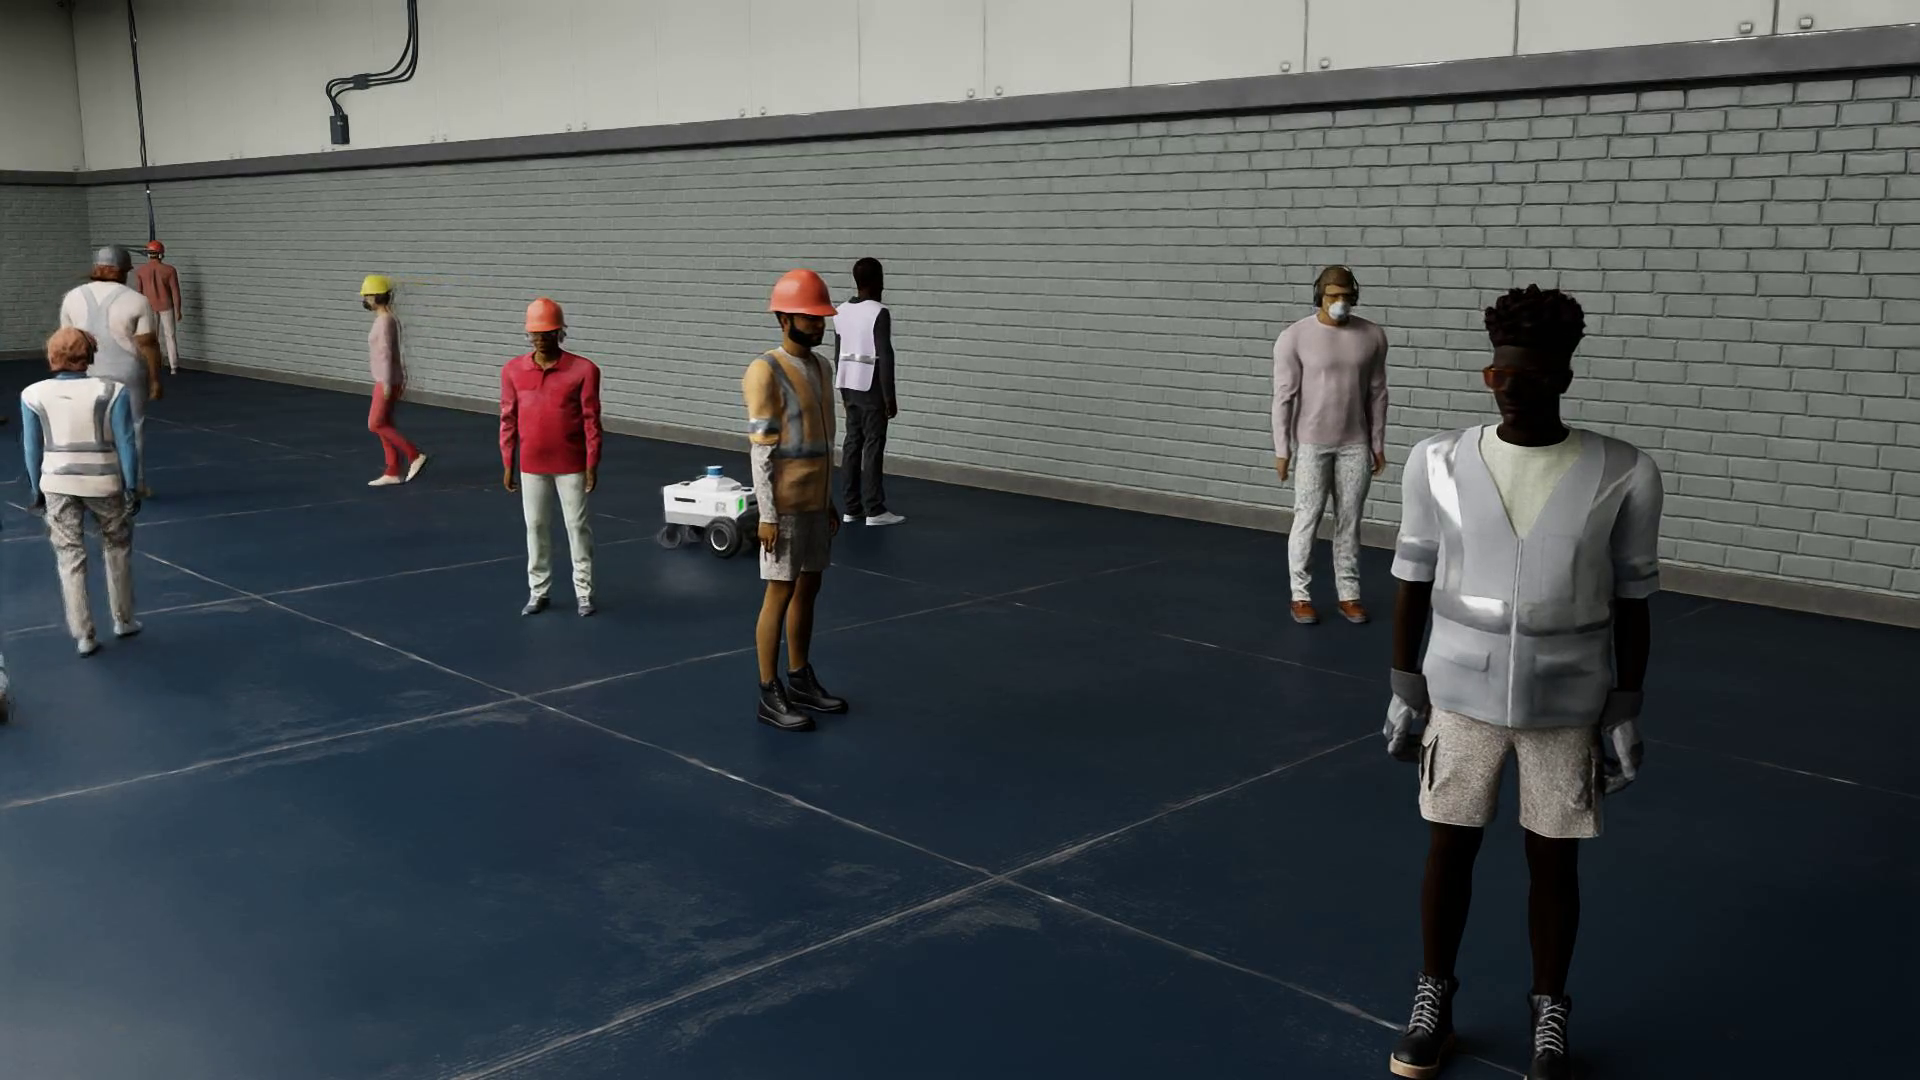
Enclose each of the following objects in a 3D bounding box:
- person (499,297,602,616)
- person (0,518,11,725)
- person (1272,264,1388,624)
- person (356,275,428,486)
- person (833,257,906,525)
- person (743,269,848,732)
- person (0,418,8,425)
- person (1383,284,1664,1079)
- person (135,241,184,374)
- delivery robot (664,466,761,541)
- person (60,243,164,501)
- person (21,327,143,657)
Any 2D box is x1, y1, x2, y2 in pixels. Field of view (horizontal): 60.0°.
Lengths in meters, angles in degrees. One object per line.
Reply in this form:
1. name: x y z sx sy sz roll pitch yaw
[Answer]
1. person: -2.228 -0.440 9.048 0.566 1.744 0.354 0 10 3
2. person: -4.401 -0.131 7.036 0.654 1.896 0.854 -8 13 -37
3. person: 1.977 -0.504 8.916 0.635 1.928 0.378 -2 11 -10
4. person: -4.726 -1.301 13.724 0.419 1.750 0.539 -4 11 -22
5. person: -0.680 -1.064 11.980 0.390 1.920 0.587 -9 14 -41
6. person: -0.666 -0.169 7.050 0.372 1.934 0.551 5 12 27
7. person: -10.667 -2.038 17.504 0.643 1.848 1.048 8 13 37
8. person: 1.335 0.373 4.011 0.614 1.963 0.361 4 11 22
9. person: -12.005 -3.481 24.951 0.622 1.991 0.397 -2 11 -11
10. delivery robot: -1.612 -0.246 10.985 0.707 0.478 0.477 6 12 31
11. person: -6.596 -1.321 13.049 0.712 2.000 0.538 0 10 1
12. person: -4.382 -0.257 8.370 0.546 1.612 0.650 -2 11 -12
